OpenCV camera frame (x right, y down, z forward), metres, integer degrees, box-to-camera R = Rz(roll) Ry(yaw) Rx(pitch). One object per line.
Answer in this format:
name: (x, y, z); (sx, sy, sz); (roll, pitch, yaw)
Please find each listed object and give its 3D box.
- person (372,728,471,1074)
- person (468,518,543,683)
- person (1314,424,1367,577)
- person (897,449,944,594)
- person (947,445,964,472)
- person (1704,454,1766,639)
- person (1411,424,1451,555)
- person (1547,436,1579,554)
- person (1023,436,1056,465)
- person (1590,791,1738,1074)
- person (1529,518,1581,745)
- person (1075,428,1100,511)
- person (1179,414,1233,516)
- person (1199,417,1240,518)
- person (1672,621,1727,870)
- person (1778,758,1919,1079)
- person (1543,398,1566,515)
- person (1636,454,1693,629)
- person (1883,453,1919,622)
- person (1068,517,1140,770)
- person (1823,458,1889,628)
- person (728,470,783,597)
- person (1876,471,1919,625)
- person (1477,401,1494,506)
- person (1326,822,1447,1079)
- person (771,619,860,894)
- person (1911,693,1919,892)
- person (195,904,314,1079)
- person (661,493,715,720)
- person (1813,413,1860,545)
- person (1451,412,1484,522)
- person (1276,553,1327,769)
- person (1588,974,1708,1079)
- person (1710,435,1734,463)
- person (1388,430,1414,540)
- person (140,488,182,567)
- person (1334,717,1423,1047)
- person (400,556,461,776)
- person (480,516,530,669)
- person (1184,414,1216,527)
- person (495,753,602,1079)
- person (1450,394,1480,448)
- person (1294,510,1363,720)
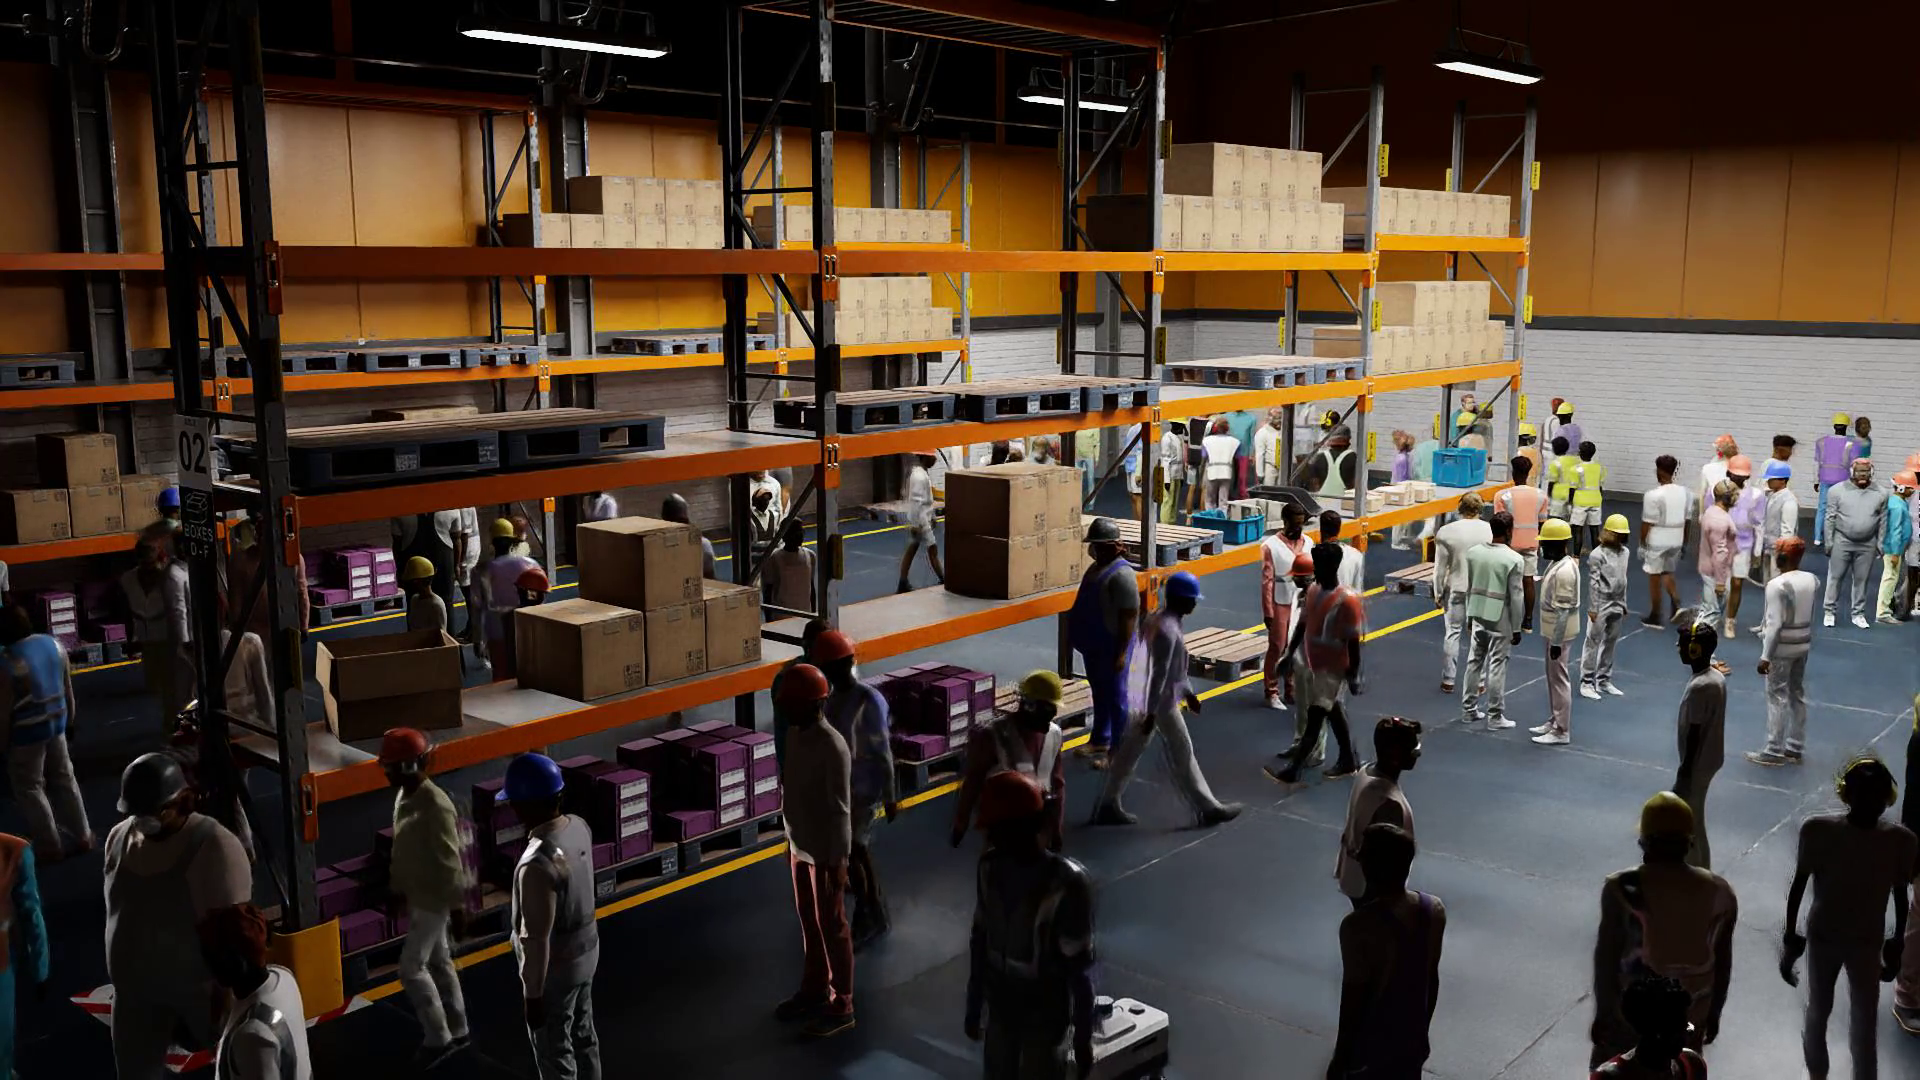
person: (-2.765, 1.807, 8.430); (0.540, 1.727, 0.573); (-7, 12, -35)
person: (-3.833, 0.768, 14.123); (0.642, 1.898, 0.540); (-3, 10, -18)
person: (4.925, -0.507, 21.311); (0.695, 2.000, 0.795); (8, 12, 39)
person: (-0.357, -0.257, 20.252); (0.896, 1.894, 0.551); (0, 10, -2)
person: (-0.067, -0.893, 24.833); (0.270, 1.633, 0.506); (2, 10, 10)
person: (8.343, 0.069, 17.968); (0.604, 2.019, 0.431); (4, 10, 23)
person: (6.438, -0.676, 22.686); (0.515, 1.920, 0.656); (-4, 10, -22)
person: (8.350, -0.605, 23.018); (0.627, 1.674, 0.325); (-5, 11, -29)
person: (1.070, -0.396, 21.118); (0.646, 1.903, 0.928); (7, 12, 34)
person: (3.009, 1.988, 7.160); (0.605, 1.801, 0.508); (0, 10, -1)
person: (5.027, 0.768, 14.070); (0.397, 1.918, 0.588); (2, 10, 14)
person: (2.030, -1.355, 27.214); (0.526, 1.762, 0.339); (3, 10, 15)
person: (4.009, -1.309, 26.441); (0.965, 1.950, 0.605); (3, 10, 15)
person: (3.762, -0.889, 24.263); (0.607, 1.804, 0.865); (0, 10, -1)
person: (4.557, 1.423, 10.357); (0.344, 1.856, 0.525); (7, 12, 34)
person: (4.090, 1.889, 7.696); (0.537, 1.815, 0.994); (4, 10, 24)
person: (9.553, -1.340, 26.826); (0.491, 1.894, 0.609); (1, 10, 5)
person: (7.776, 0.028, 18.370); (0.636, 1.952, 0.455); (-3, 10, -18)
person: (10.677, -0.021, 18.757); (0.498, 1.919, 0.557); (-7, 12, -35)
person: (1.137, 0.821, 13.385); (0.535, 2.000, 0.684); (-3, 10, -17)
person: (9.950, 0.034, 18.483); (0.643, 1.910, 0.399); (2, 10, 14)
person: (-2.321, -0.058, 19.077); (0.650, 1.899, 0.400); (-4, 11, -25)
person: (10.538, 0.082, 18.701); (0.350, 1.739, 0.574); (5, 11, 27)
person: (8.747, -1.442, 27.780); (0.294, 1.744, 0.484); (-3, 10, -15)
person: (1.710, 2.033, 6.738); (0.507, 1.844, 0.345); (-5, 11, -28)
person: (-0.884, 1.394, 10.612); (0.634, 1.835, 0.430); (-6, 11, -34)
person: (5.846, 1.491, 9.723); (0.363, 1.928, 0.587); (-4, 10, -23)
person: (-2.427, 2.165, 5.822); (0.357, 1.885, 0.574); (-3, 10, -15)
person: (-2.549, 0.560, 14.943); (0.690, 2.000, 0.966); (-4, 10, -21)
person: (12.515, -0.857, 23.781); (0.588, 1.918, 0.401); (9, 13, 44)
person: (7.328, -0.904, 24.090); (0.659, 1.909, 0.493); (-7, 12, -37)
person: (2.788, 0.962, 13.403); (0.340, 1.748, 0.563); (-2, 10, -14)
person: (2.324, 2.285, 5.667); (0.535, 1.697, 0.318); (-5, 11, -28)
person: (10.251, -0.549, 22.416); (0.327, 1.752, 0.561); (6, 11, 33)
person: (6.443, -0.798, 24.294); (0.399, 1.620, 0.531); (6, 11, 34)
person: (-7.451, 0.461, 15.857); (0.635, 1.926, 0.518); (4, 10, 22)
person: (2.077, 1.773, 8.327); (0.387, 1.835, 0.561); (1, 10, 4)
person: (-4.232, 0.992, 13.218); (0.350, 1.758, 0.522); (-9, 13, -42)
person: (-4.482, 0.541, 16.398); (0.756, 1.603, 0.527); (5, 11, 26)
person: (3.707, -1.188, 25.433); (0.612, 2.029, 0.407); (7, 12, 38)
person: (-1.807, 1.881, 7.371); (0.417, 1.939, 0.605); (1, 10, 6)
person: (8.282, -1.434, 27.241); (0.639, 1.910, 0.407); (-7, 12, -34)
person: (3.230, 0.689, 14.578); (0.603, 1.906, 0.399); (-3, 10, -16)
